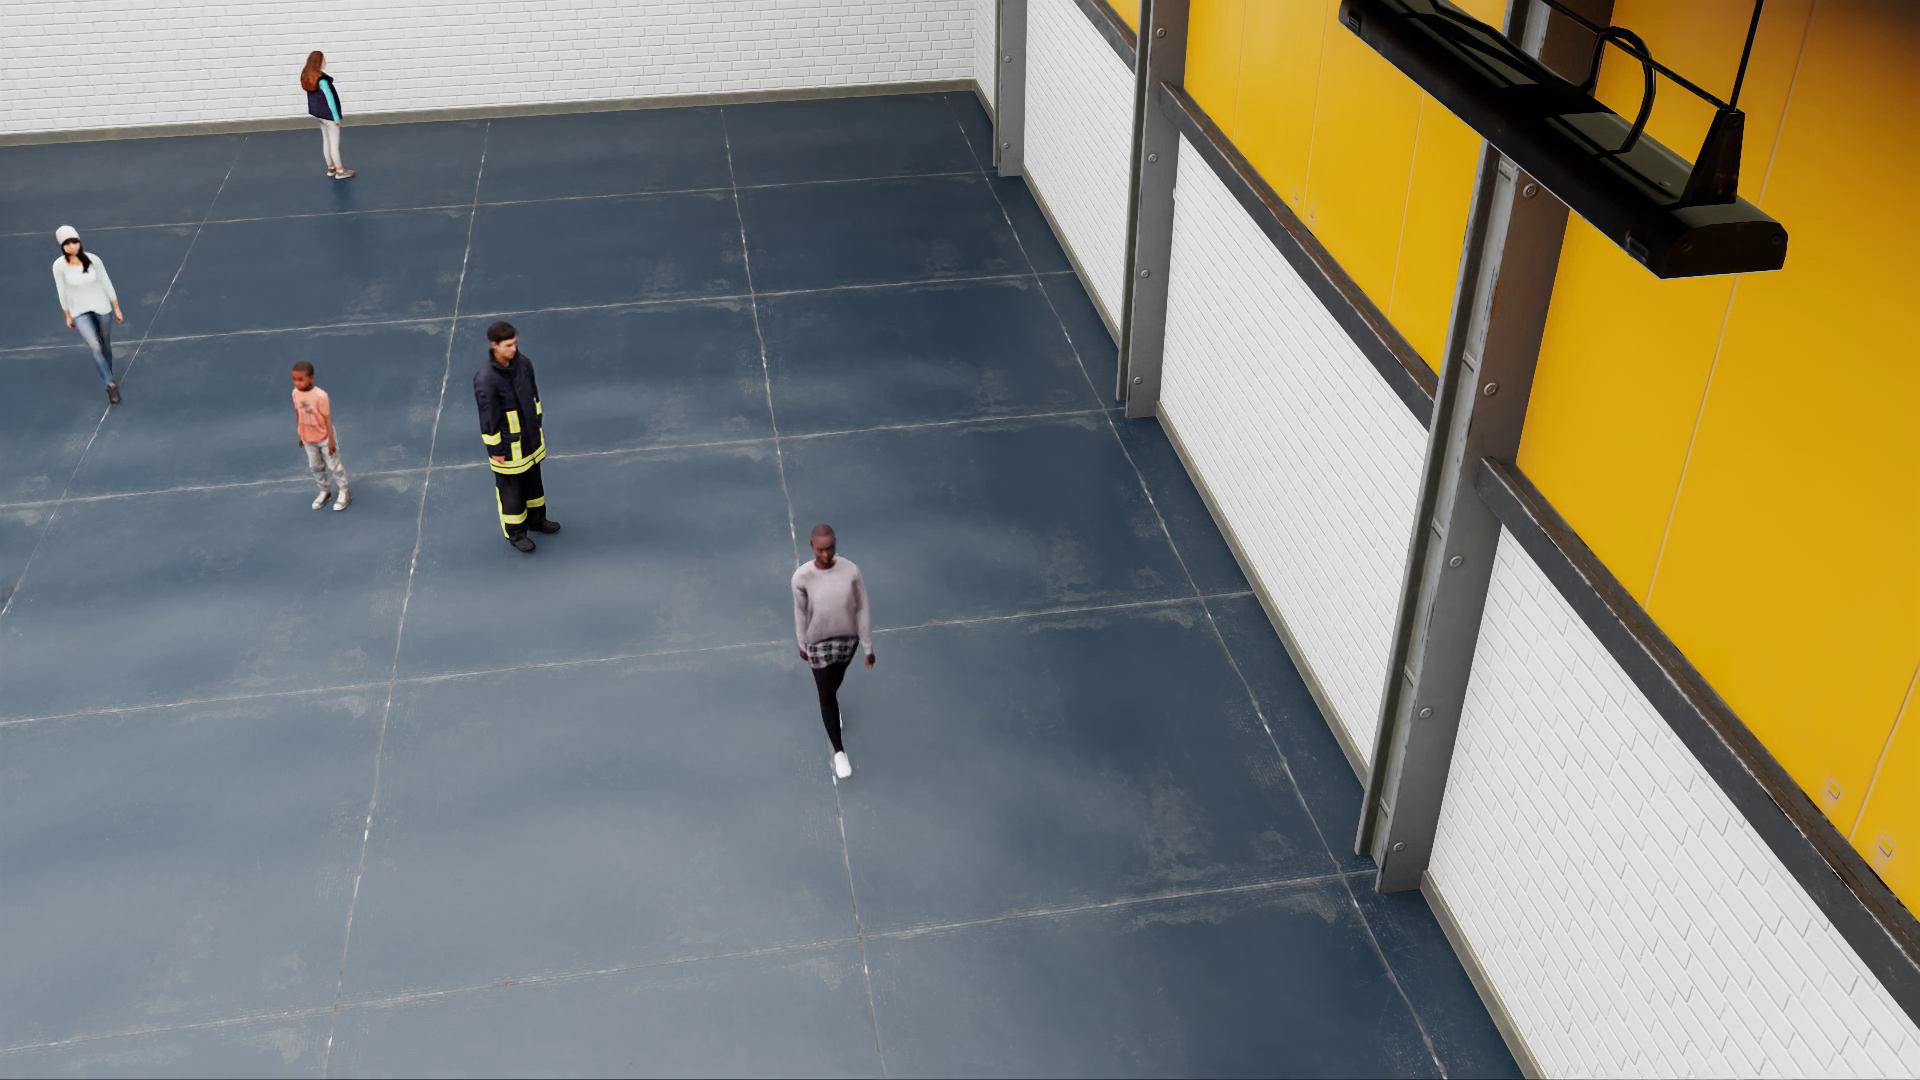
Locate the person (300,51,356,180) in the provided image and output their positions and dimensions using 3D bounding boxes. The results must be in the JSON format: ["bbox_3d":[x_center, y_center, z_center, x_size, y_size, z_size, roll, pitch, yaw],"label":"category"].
[{"bbox_3d":[-7.491,-5.028,19.639,0.677,1.501,0.747,27,42,34],"label":"person"}]

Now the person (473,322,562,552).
[{"bbox_3d":[-3.482,-0.833,12.943,0.945,1.926,0.852,16,37,23],"label":"person"}]

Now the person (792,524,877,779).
[{"bbox_3d":[-0.854,0.610,10.948,0.717,1.731,1.155,-9,35,-14],"label":"person"}]

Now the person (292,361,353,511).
[{"bbox_3d":[-5.205,-0.873,13.562,0.576,1.308,0.605,10,35,14],"label":"person"}]

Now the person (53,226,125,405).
[{"bbox_3d":[-7.920,-2.102,15.123,0.842,1.627,0.996,-23,40,-30],"label":"person"}]
